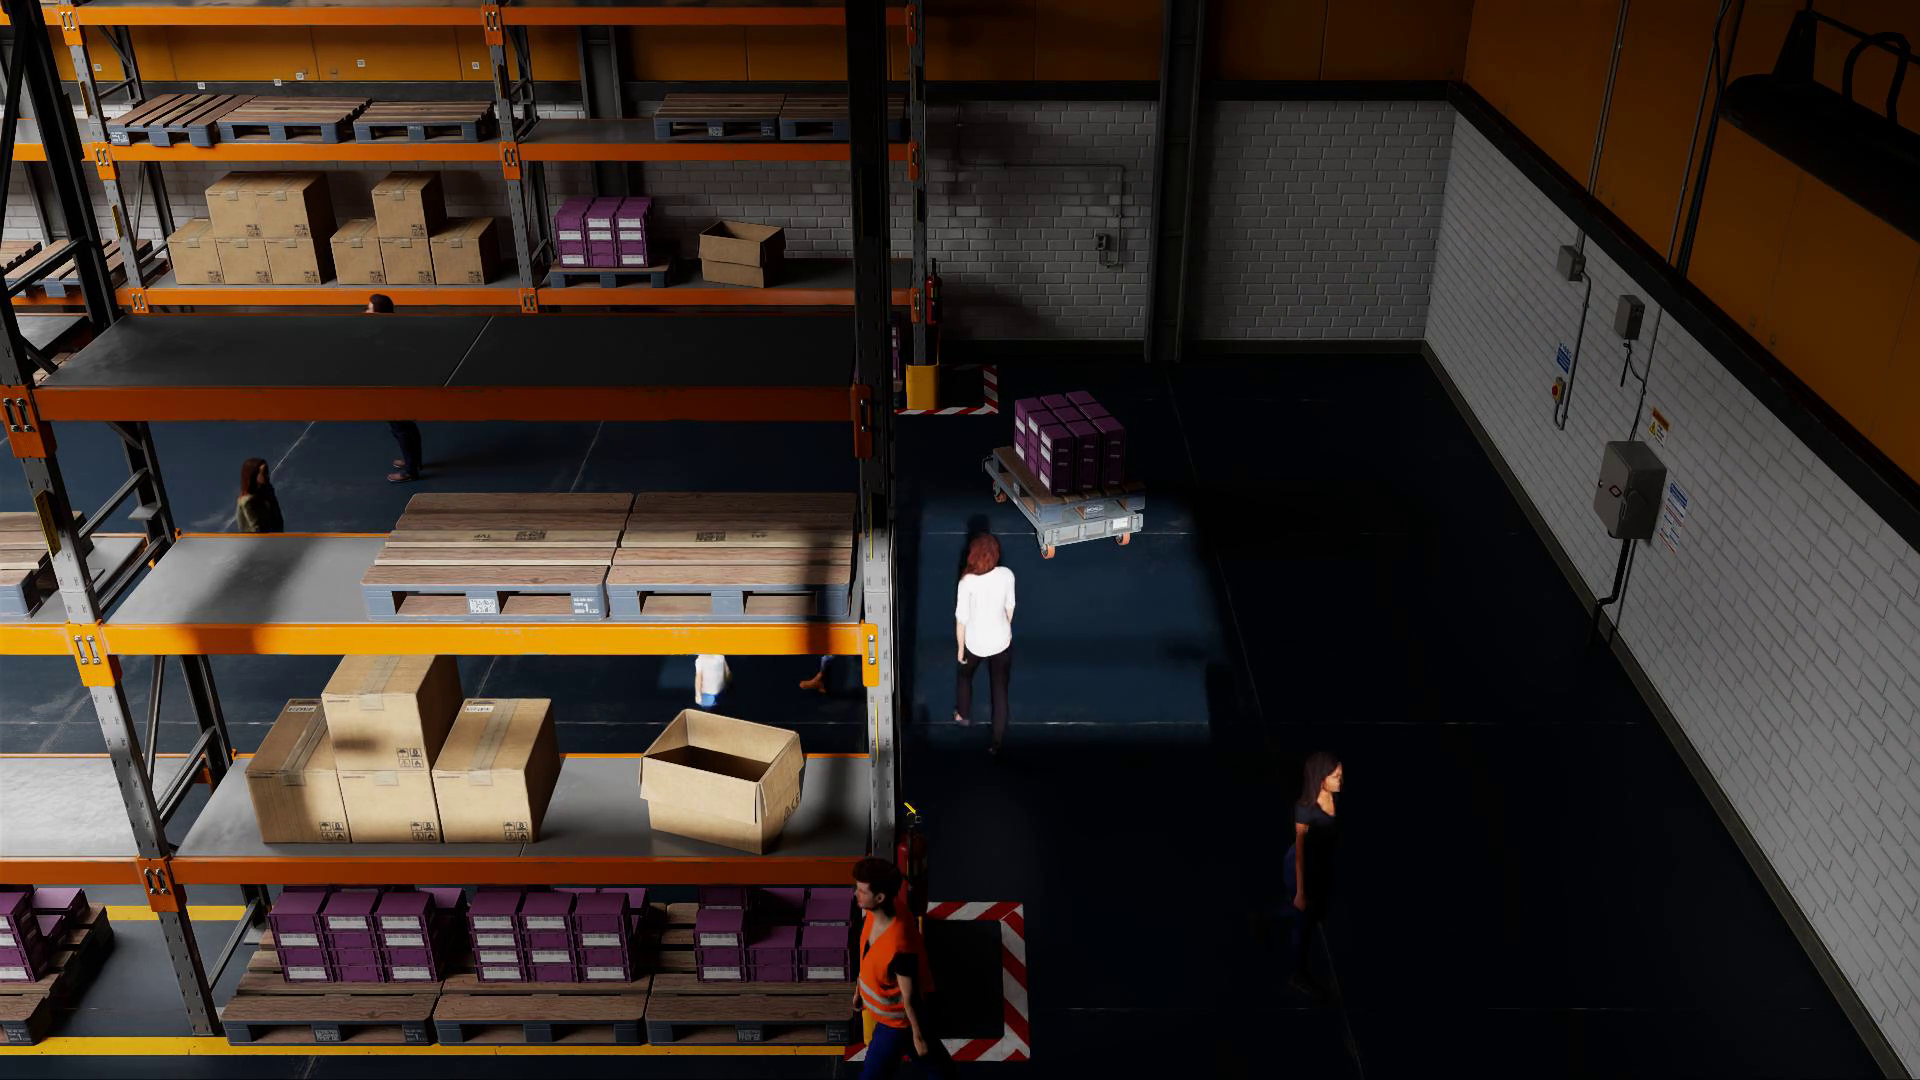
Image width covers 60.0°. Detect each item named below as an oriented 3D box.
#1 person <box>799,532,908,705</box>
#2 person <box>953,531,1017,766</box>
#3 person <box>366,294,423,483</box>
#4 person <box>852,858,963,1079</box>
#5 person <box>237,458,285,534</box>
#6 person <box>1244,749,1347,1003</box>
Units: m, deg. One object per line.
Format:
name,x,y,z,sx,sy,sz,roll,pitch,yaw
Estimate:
person,-0.783,0.531,12.286,1.246,1.678,0.931,11,30,19
person,0.224,0.809,11.678,0.919,1.772,0.834,-7,29,-13
person,-5.354,-1.456,15.750,0.684,1.849,0.765,-2,29,-4
person,-0.244,2.419,8.661,1.307,1.834,0.906,-8,30,-14
person,-5.692,0.014,13.475,0.966,1.446,0.722,7,29,13
person,1.952,1.915,9.701,0.948,1.724,0.851,21,35,33
